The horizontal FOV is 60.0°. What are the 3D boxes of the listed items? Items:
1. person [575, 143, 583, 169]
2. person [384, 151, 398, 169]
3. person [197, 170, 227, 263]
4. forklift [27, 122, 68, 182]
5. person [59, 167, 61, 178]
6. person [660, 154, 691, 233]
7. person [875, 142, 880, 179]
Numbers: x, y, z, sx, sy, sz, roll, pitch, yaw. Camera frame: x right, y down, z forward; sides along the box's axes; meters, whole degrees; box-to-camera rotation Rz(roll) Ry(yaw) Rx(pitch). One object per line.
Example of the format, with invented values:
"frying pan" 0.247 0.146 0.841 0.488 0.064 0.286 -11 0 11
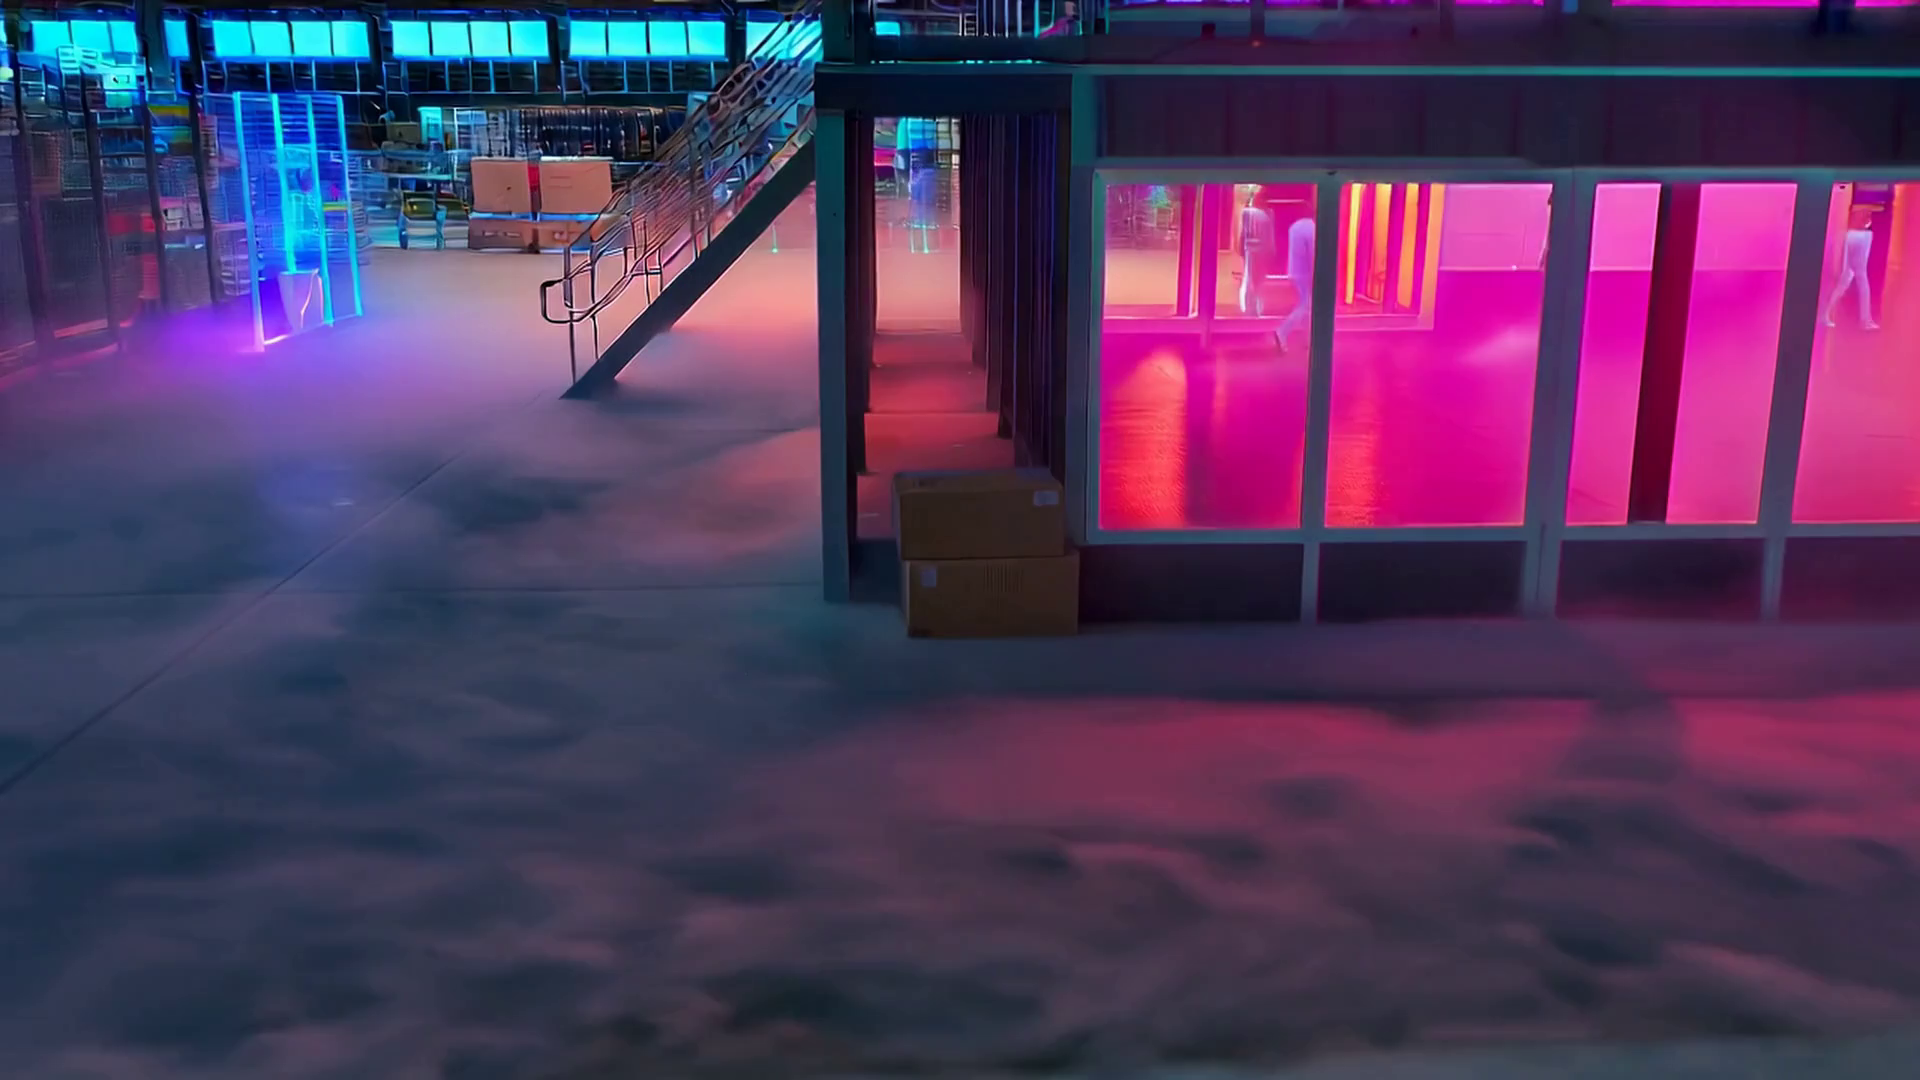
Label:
"person" -19.191 -19.127 83.938 0.406 1.824 0.585 -10 17 -33
"person" -26.013 -17.192 76.039 0.650 1.895 0.985 -7 16 -27
"person" -14.196 -5.981 31.250 0.964 1.899 0.550 -4 15 -15
"forklift" -35.376 -14.773 64.377 1.129 2.768 1.873 -1 14 -2
"person" -31.262 -12.388 57.393 0.285 1.628 0.498 8 16 28
"person" -7.348 -8.853 42.515 0.760 1.998 0.626 -5 15 -18
"person" -4.307 -19.265 84.475 0.432 1.830 0.563 -1 14 -6
